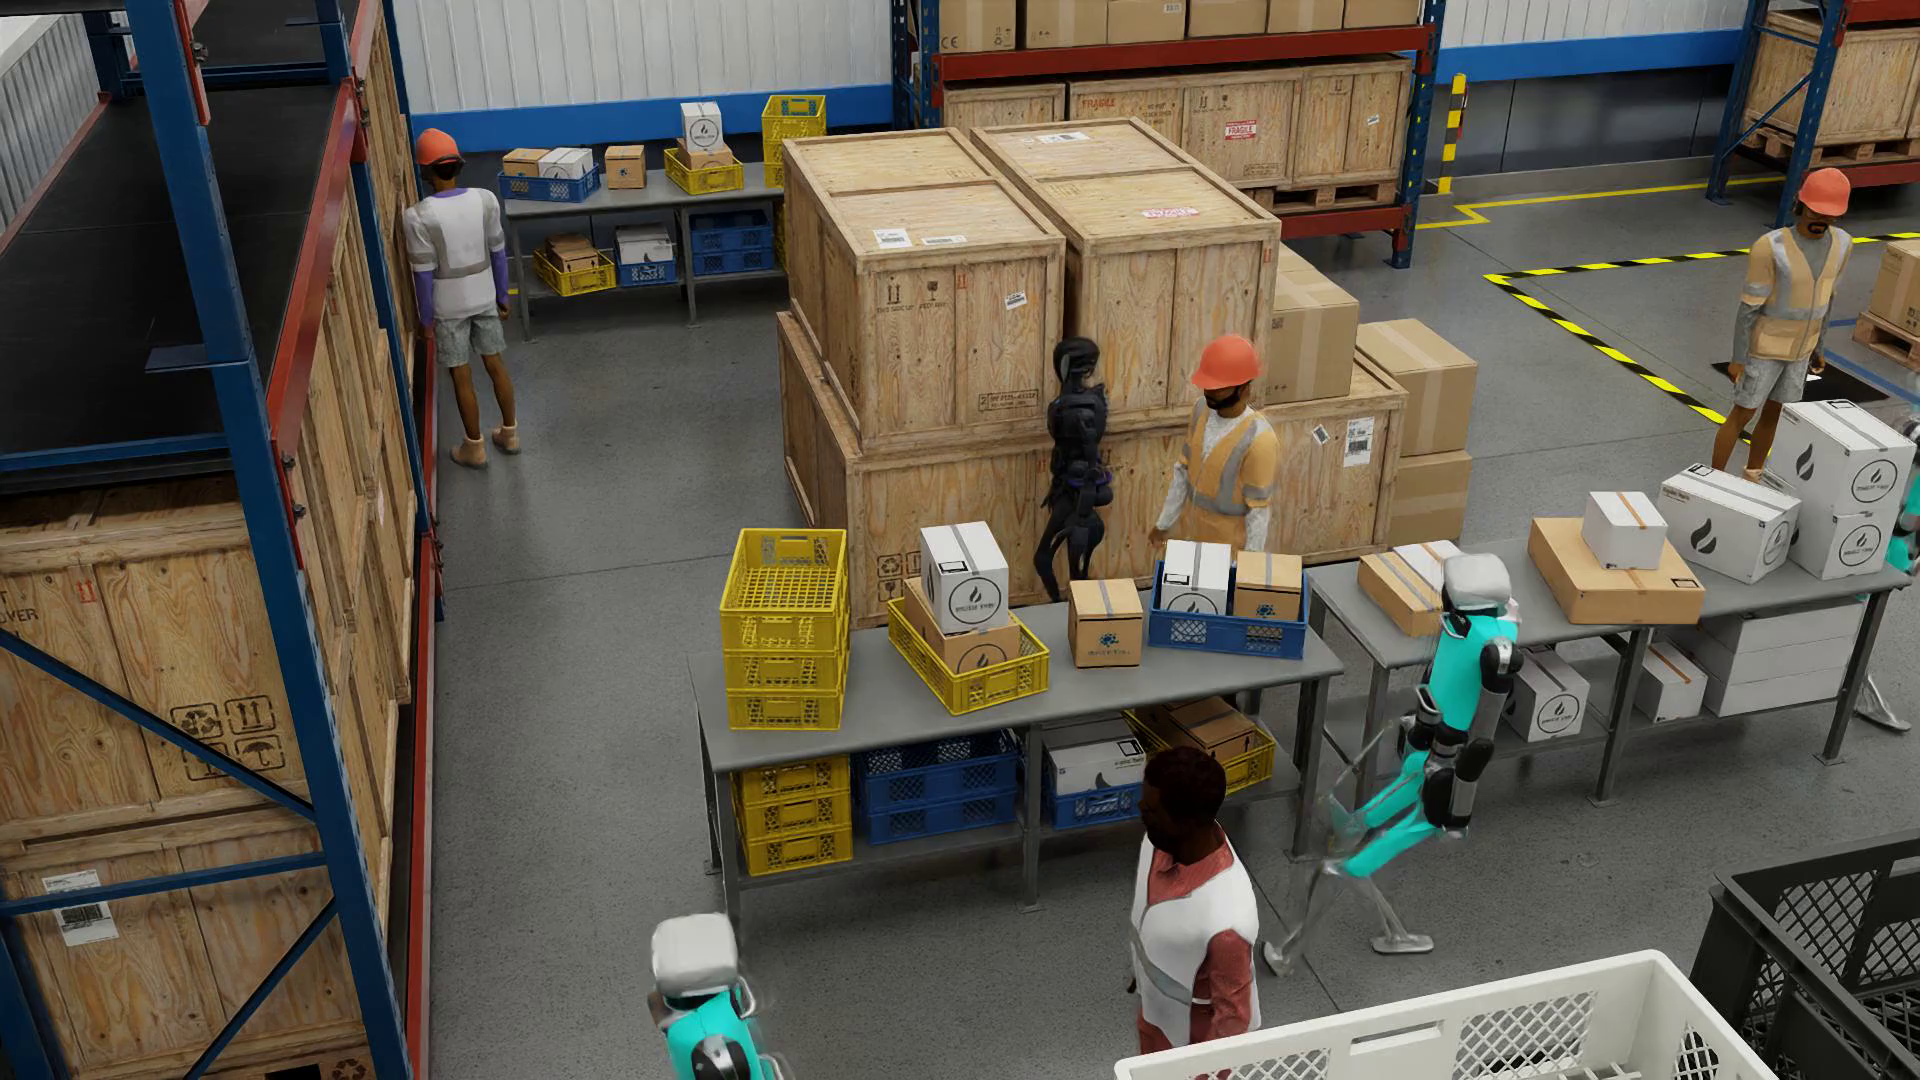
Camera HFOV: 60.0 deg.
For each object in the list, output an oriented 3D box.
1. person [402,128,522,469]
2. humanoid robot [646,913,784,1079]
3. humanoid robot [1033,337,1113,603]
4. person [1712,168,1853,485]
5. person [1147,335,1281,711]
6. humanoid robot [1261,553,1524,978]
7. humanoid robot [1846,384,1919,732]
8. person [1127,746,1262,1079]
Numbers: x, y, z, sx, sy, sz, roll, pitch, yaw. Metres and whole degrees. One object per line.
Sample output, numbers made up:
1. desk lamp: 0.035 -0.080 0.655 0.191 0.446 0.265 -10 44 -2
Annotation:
1. person: -2.957 -1.413 9.848 0.393 2.038 0.613 25 37 37
2. humanoid robot: -0.393 1.689 4.568 1.031 1.745 0.538 -12 31 -20
3. humanoid robot: 0.550 -0.187 7.995 0.334 1.655 0.608 -5 29 -10
4. person: 4.562 -1.064 9.214 0.613 2.038 0.382 -8 30 -14
5. person: 1.108 -0.011 7.413 0.421 1.932 0.563 -12 31 -21
6. humanoid robot: 1.477 0.886 6.046 0.872 1.834 0.545 -2 29 -3
7. humanoid robot: 4.118 -0.032 7.716 0.549 1.768 1.050 -17 33 -28
8. person: 0.660 1.398 4.872 0.394 1.916 0.588 -6 30 -12
